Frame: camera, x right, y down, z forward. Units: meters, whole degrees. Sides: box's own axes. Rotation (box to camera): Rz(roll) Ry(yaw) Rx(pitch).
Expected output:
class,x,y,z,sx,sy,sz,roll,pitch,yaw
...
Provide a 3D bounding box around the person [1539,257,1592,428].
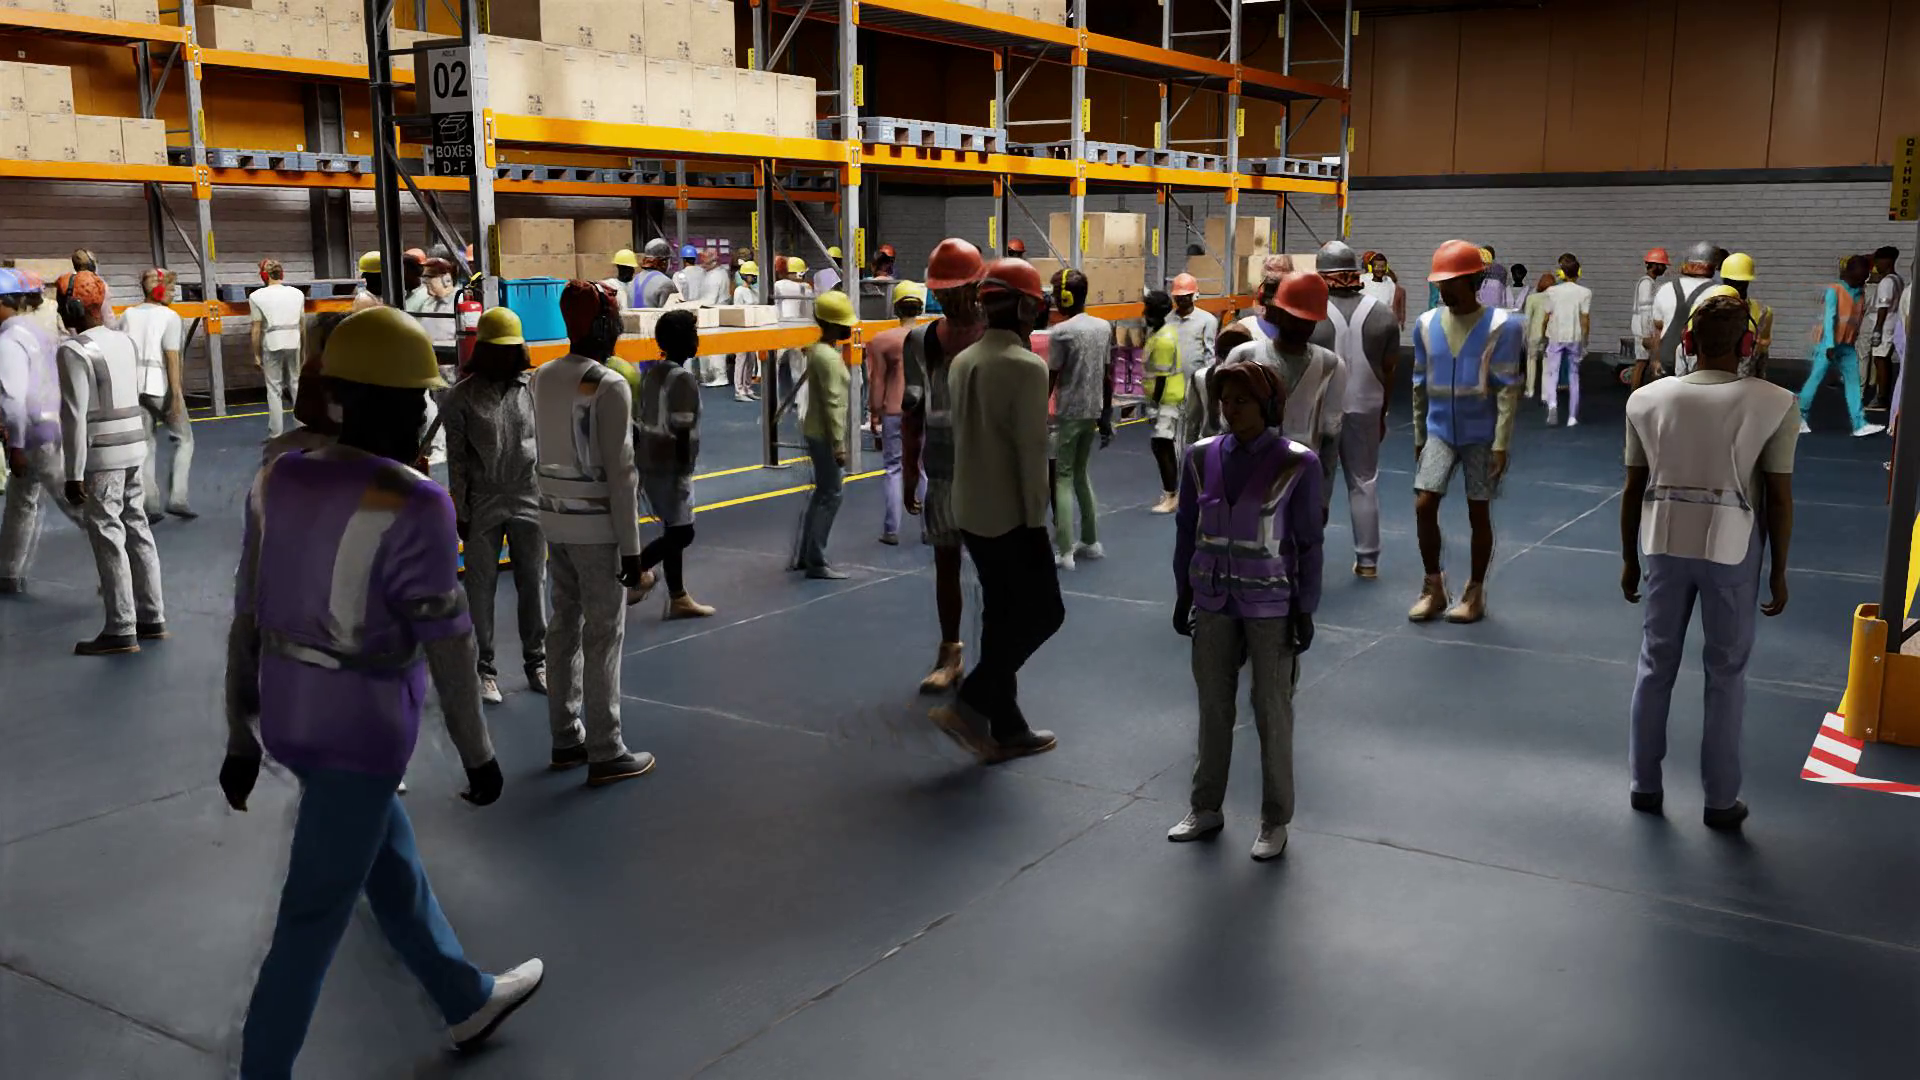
class,x,y,z,sx,sy,sz,roll,pitch,yaw
person,6.537,-2.127,17.997,0.552,1.844,0.691,4,11,21

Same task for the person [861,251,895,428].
class,x,y,z,sx,sy,sz,roll,pitch,yaw
person,-0.820,-2.116,17.735,0.599,1.910,0.401,-9,14,-42

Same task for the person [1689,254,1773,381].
class,x,y,z,sx,sy,sz,roll,pitch,yaw
person,5.547,-1.096,12.024,0.596,1.923,0.378,1,10,4

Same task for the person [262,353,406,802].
class,x,y,z,sx,sy,sz,roll,pitch,yaw
person,-2.214,0.149,5.931,0.270,1.632,0.504,8,13,38

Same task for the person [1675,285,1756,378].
class,x,y,z,sx,sy,sz,roll,pitch,yaw
person,4.700,-0.709,10.384,0.484,1.744,0.295,9,14,41

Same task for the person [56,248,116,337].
class,x,y,z,sx,sy,sz,roll,pitch,yaw
person,-8.698,-1.939,16.659,0.630,1.940,0.370,3,11,17

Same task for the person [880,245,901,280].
class,x,y,z,sx,sy,sz,roll,pitch,yaw
person,-1.142,-3.682,26.306,0.353,1.942,0.546,3,11,18

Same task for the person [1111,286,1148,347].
class,x,y,z,sx,sy,sz,roll,pitch,yaw
person,2.403,-3.080,23.576,0.586,1.727,0.706,6,12,29

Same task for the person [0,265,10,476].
class,x,y,z,sx,sy,sz,roll,pitch,yaw
person,-8.253,-1.410,13.918,0.606,1.880,0.716,1,10,5

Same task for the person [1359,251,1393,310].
class,x,y,z,sx,sy,sz,roll,pitch,yaw
person,5.143,-2.682,20.926,0.576,1.885,0.355,2,10,12

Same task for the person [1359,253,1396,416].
class,x,y,z,sx,sy,sz,roll,pitch,yaw
person,4.774,-2.356,19.153,0.518,1.874,0.330,-2,10,-12

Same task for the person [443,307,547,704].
class,x,y,z,sx,sy,sz,roll,pitch,yaw
person,-1.991,-0.148,7.299,0.485,1.737,0.321,-6,12,-32

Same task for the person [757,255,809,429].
class,x,y,z,sx,sy,sz,roll,pitch,yaw
person,-1.931,-2.135,17.952,0.632,1.862,0.726,-9,13,-40

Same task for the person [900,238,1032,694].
class,x,y,z,sx,sy,sz,roll,pitch,yaw
person,0.010,-0.300,7.344,0.612,2.029,0.407,4,11,21

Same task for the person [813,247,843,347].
class,x,y,z,sx,sy,sz,roll,pitch,yaw
person,-1.847,-3.317,24.335,0.589,1.923,0.383,3,11,16

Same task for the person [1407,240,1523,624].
class,x,y,z,sx,sy,sz,roll,pitch,yaw
person,2.602,-0.541,8.680,0.618,2.015,0.623,8,13,37

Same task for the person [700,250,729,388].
class,x,y,z,sx,sy,sz,roll,pitch,yaw
person,-3.374,-3.041,22.956,0.436,1.886,0.708,2,10,10

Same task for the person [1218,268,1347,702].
class,x,y,z,sx,sy,sz,roll,pitch,yaw
person,1.396,-0.248,7.379,0.588,1.907,0.595,1,10,7

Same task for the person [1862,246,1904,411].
class,x,y,z,sx,sy,sz,roll,pitch,yaw
person,11.011,-2.518,19.823,0.374,1.957,0.597,9,13,40

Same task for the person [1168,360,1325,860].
class,x,y,z,sx,sy,sz,roll,pitch,yaw
person,0.939,0.227,5.488,0.525,1.639,0.307,7,13,36

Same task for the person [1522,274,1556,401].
class,x,y,z,sx,sy,sz,roll,pitch,yaw
person,7.433,-2.586,21.207,0.520,1.587,0.731,2,10,12

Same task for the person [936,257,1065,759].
class,x,y,z,sx,sy,sz,roll,pitch,yaw
person,0.151,-0.097,6.400,0.524,1.958,0.640,-6,12,-32

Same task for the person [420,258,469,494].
class,x,y,z,sx,sy,sz,roll,pitch,yaw
person,-3.971,-1.244,12.979,0.655,1.888,0.447,8,13,39

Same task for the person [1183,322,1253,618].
class,x,y,z,sx,sy,sz,roll,pitch,yaw
person,1.445,-0.369,8.920,0.526,1.577,0.884,3,11,14

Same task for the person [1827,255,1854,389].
class,x,y,z,sx,sy,sz,roll,pitch,yaw
person,12.086,-2.966,22.671,0.403,1.824,0.595,6,12,28

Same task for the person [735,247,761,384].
class,x,y,z,sx,sy,sz,roll,pitch,yaw
person,-2.961,-3.167,23.496,0.358,1.930,0.629,-10,14,-43

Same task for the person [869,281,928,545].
class,x,y,z,sx,sy,sz,roll,pitch,yaw
person,-0.340,-0.838,11.070,0.533,1.755,0.347,-3,11,-14

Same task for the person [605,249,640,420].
class,x,y,z,sx,sy,sz,roll,pitch,yaw
person,-3.709,-2.259,18.478,0.438,1.918,0.606,6,12,30

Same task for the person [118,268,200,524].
class,x,y,z,sx,sy,sz,roll,pitch,yaw
person,-5.742,-1.029,11.943,0.537,1.819,0.526,1,10,7

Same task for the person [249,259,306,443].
class,x,y,z,sx,sy,sz,roll,pitch,yaw
person,-6.756,-1.865,16.539,0.397,1.836,0.562,9,13,39

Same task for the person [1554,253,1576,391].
class,x,y,z,sx,sy,sz,roll,pitch,yaw
person,8.136,-2.930,22.409,0.345,1.847,0.508,-2,11,-13

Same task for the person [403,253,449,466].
class,x,y,z,sx,sy,sz,roll,pitch,yaw
person,-4.858,-1.627,15.034,0.388,1.909,0.591,-10,14,-43

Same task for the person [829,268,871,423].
class,x,y,z,sx,sy,sz,roll,pitch,yaw
person,-1.130,-2.184,18.112,0.603,1.904,0.386,-5,11,-24

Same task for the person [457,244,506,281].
class,x,y,z,sx,sy,sz,roll,pitch,yaw
person,-5.246,-2.254,18.260,0.614,1.988,0.395,-2,10,-10

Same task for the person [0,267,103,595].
class,x,y,z,sx,sy,sz,roll,pitch,yaw
person,-5.161,-0.598,9.414,1.000,1.892,0.647,-3,11,-18

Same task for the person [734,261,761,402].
class,x,y,z,sx,sy,sz,roll,pitch,yaw
person,-2.649,-2.607,20.866,0.338,1.757,0.518,5,11,24

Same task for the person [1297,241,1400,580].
class,x,y,z,sx,sy,sz,roll,pitch,yaw
person,2.246,-0.785,9.979,0.700,2.000,0.536,-1,10,-3

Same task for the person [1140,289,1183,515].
class,x,y,z,sx,sy,sz,roll,pitch,yaw
person,1.500,-1.034,12.411,0.322,1.670,0.669,1,10,5

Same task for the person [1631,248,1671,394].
class,x,y,z,sx,sy,sz,roll,pitch,yaw
person,8.069,-2.441,19.477,0.385,1.929,0.543,5,11,25

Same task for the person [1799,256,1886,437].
class,x,y,z,sx,sy,sz,roll,pitch,yaw
person,9.104,-2.000,17.212,0.698,1.855,1.001,-4,11,-21

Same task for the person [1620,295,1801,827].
class,x,y,z,sx,sy,sz,roll,pitch,yaw
person,2.568,0.078,5.775,0.560,1.836,0.394,8,13,38

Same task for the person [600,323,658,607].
class,x,y,z,sx,sy,sz,roll,pitch,yaw
person,-1.900,-0.423,8.914,0.375,1.686,0.543,-7,13,-35

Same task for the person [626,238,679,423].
class,x,y,z,sx,sy,sz,roll,pitch,yaw
person,-3.004,-2.004,16.732,0.536,2.000,0.680,-10,14,-43

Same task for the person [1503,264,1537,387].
class,x,y,z,sx,sy,sz,roll,pitch,yaw
person,7.685,-2.967,23.019,0.530,1.697,0.321,5,12,28

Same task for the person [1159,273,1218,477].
class,x,y,z,sx,sy,sz,roll,pitch,yaw
person,1.897,-1.380,14.097,0.566,1.744,0.350,7,12,33

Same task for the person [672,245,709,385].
class,x,y,z,sx,sy,sz,roll,pitch,yaw
person,-3.732,-3.111,23.124,0.614,1.946,0.389,-9,14,-42

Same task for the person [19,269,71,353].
class,x,y,z,sx,sy,sz,roll,pitch,yaw
person,-9.022,-1.776,16.316,0.576,1.737,0.355,-5,11,-25

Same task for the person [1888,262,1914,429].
class,x,y,z,sx,sy,sz,roll,pitch,yaw
person,10.102,-2.065,17.657,0.352,1.835,0.518,6,12,31

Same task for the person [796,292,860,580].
class,x,y,z,sx,sy,sz,roll,pitch,yaw
person,-0.793,-0.620,9.942,0.375,1.722,0.678,-2,10,-11

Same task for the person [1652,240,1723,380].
class,x,y,z,sx,sy,sz,roll,pitch,yaw
person,6.289,-1.557,14.260,0.630,2.000,0.688,-8,13,-38

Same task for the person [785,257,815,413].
class,x,y,z,sx,sy,sz,roll,pitch,yaw
person,-1.893,-2.395,19.520,0.404,1.824,0.585,-3,11,-17

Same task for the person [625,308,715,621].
class,x,y,z,sx,sy,sz,roll,pitch,yaw
person,-1.595,-0.366,8.666,0.613,1.680,0.539,-6,12,-31

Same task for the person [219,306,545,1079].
class,x,y,z,sx,sy,sz,roll,pitch,yaw
person,-1.324,0.415,3.787,0.592,1.862,1.009,7,12,35

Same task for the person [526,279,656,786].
class,x,y,z,sx,sy,sz,roll,pitch,yaw
person,-1.388,-0.024,6.222,0.576,1.877,0.352,10,14,43

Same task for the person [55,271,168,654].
class,x,y,z,sx,sy,sz,roll,pitch,yaw
person,-4.211,-0.378,8.200,0.355,1.876,0.574,0,10,2

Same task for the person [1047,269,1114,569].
class,x,y,z,sx,sy,sz,roll,pitch,yaw
person,0.698,-0.747,10.311,0.539,1.848,0.413,-10,14,-44

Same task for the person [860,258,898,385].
class,x,y,z,sx,sy,sz,roll,pitch,yaw
person,-1.050,-2.896,22.375,0.628,1.802,0.931,5,11,24
